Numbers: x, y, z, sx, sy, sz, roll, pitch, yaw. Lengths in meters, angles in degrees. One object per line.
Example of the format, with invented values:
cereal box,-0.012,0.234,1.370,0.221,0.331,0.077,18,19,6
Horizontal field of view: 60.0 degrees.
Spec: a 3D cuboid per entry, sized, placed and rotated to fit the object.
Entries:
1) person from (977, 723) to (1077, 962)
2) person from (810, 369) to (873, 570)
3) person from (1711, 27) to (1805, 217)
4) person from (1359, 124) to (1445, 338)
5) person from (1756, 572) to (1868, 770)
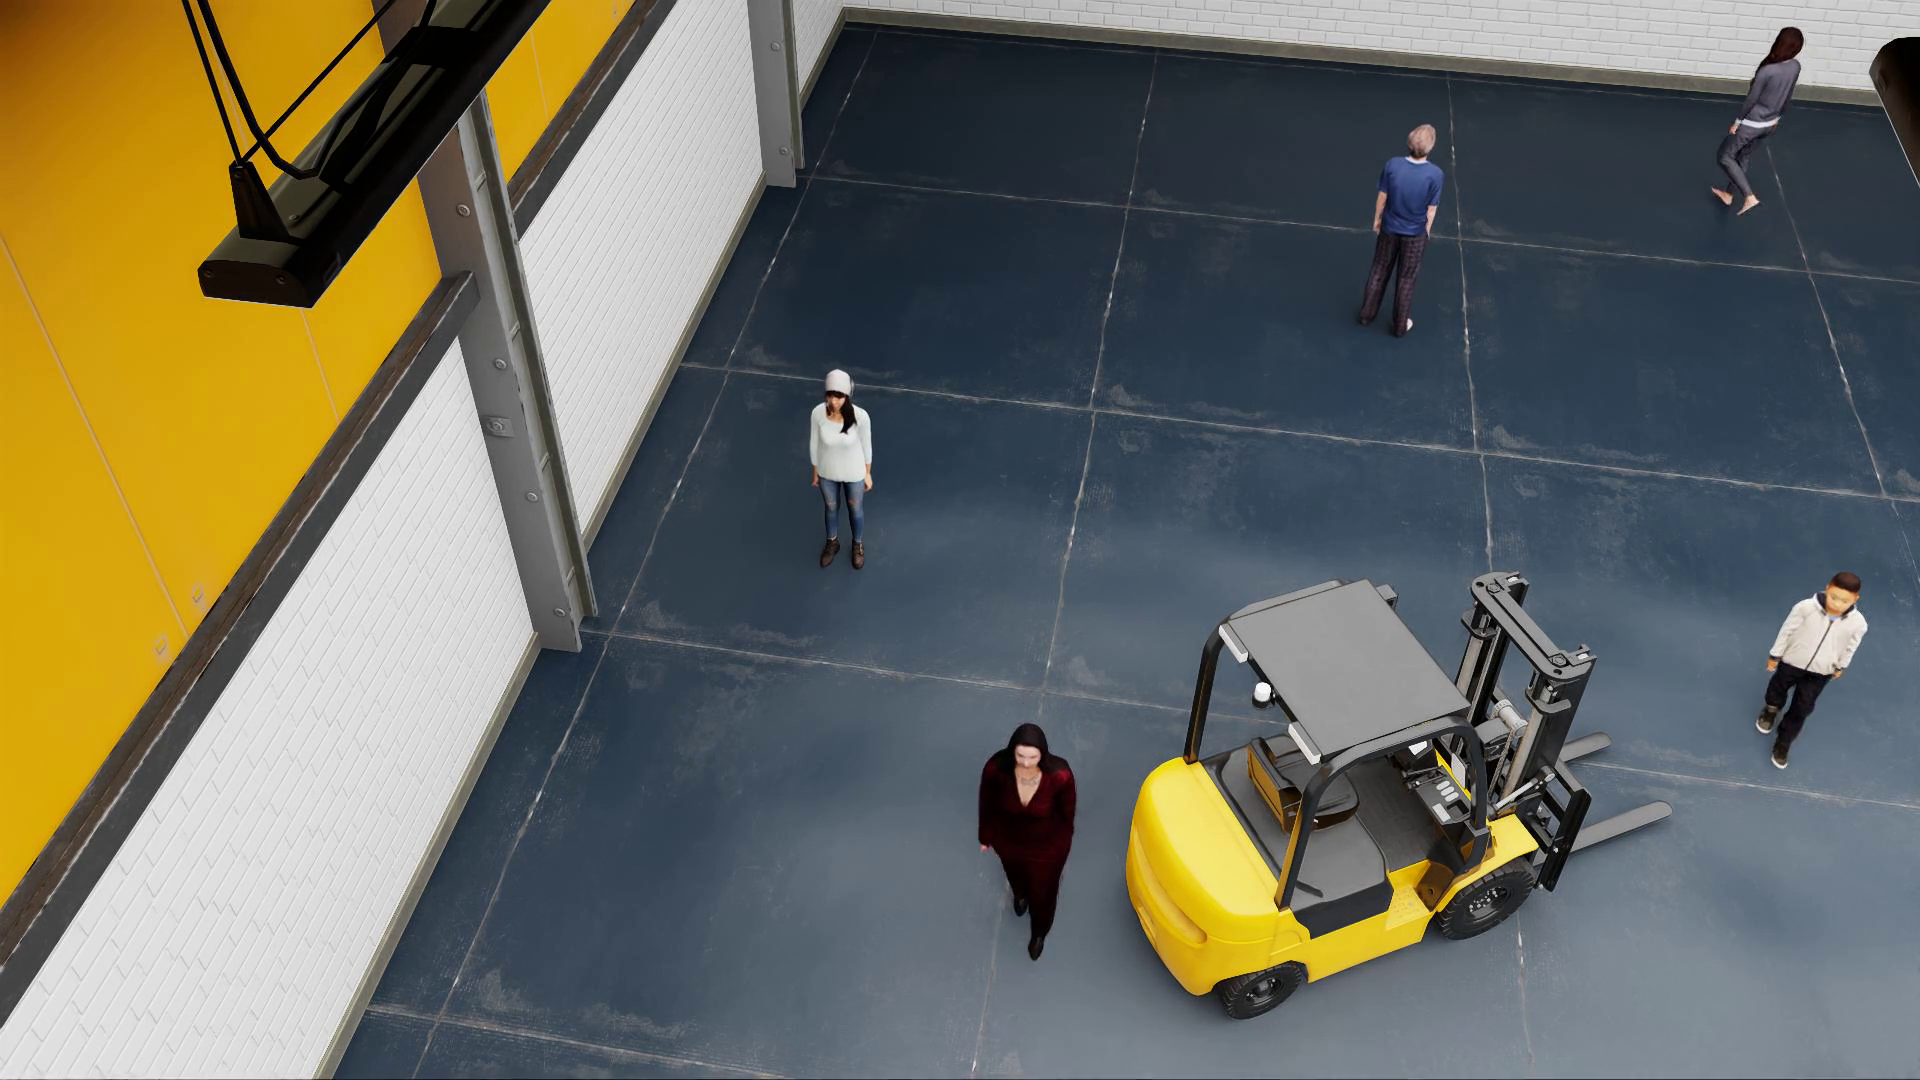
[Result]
person,0.388,1.539,9.250,0.686,1.741,0.796,9,44,9
person,-0.817,-0.485,11.446,0.584,1.644,0.516,4,44,4
person,7.088,-3.658,14.696,0.872,1.755,0.976,-16,46,-17
person,3.568,-2.489,13.386,0.721,1.870,0.665,21,48,21
person,5.298,0.691,10.363,0.738,1.435,0.873,20,47,20
